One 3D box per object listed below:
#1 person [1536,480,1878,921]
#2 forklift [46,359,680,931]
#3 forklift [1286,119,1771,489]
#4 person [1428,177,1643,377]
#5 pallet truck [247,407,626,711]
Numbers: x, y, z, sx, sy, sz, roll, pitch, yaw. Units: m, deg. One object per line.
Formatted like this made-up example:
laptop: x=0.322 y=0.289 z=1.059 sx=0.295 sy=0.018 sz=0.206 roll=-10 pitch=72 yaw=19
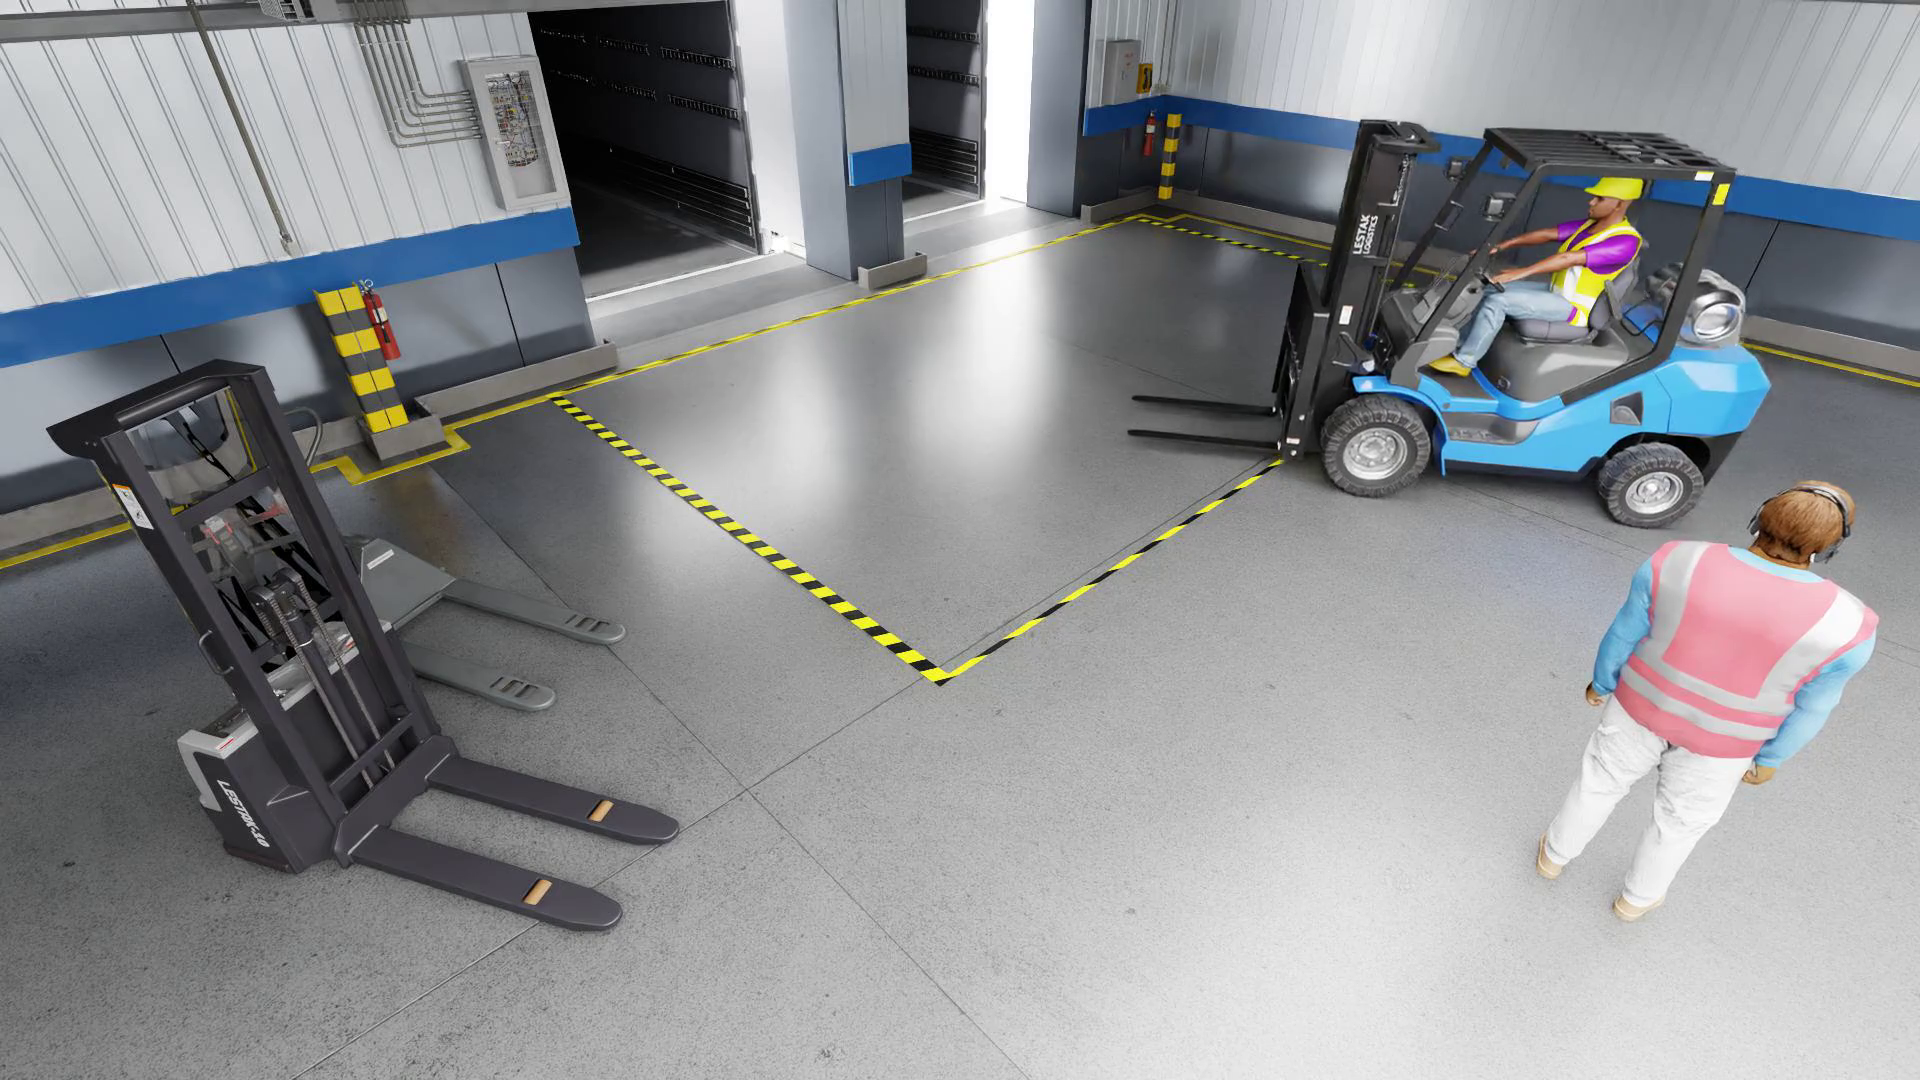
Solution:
person: x=2.546 y=0.608 z=3.217 sx=0.431 sy=1.844 sz=0.622 roll=-27 pitch=43 yaw=-34
forklift: x=-2.135 y=0.422 z=3.354 sx=1.885 sy=1.965 sz=0.823 roll=10 pitch=35 yaw=14
forklift: x=3.609 y=-1.500 z=5.864 sx=2.680 sy=2.036 sz=1.157 roll=7 pitch=35 yaw=10
person: x=3.553 y=-1.666 z=5.775 sx=1.004 sy=1.294 sz=0.635 roll=7 pitch=35 yaw=10
pallet truck: x=-2.628 y=0.038 z=4.590 sx=1.601 sy=1.201 sz=0.680 roll=12 pitch=36 yaw=18
